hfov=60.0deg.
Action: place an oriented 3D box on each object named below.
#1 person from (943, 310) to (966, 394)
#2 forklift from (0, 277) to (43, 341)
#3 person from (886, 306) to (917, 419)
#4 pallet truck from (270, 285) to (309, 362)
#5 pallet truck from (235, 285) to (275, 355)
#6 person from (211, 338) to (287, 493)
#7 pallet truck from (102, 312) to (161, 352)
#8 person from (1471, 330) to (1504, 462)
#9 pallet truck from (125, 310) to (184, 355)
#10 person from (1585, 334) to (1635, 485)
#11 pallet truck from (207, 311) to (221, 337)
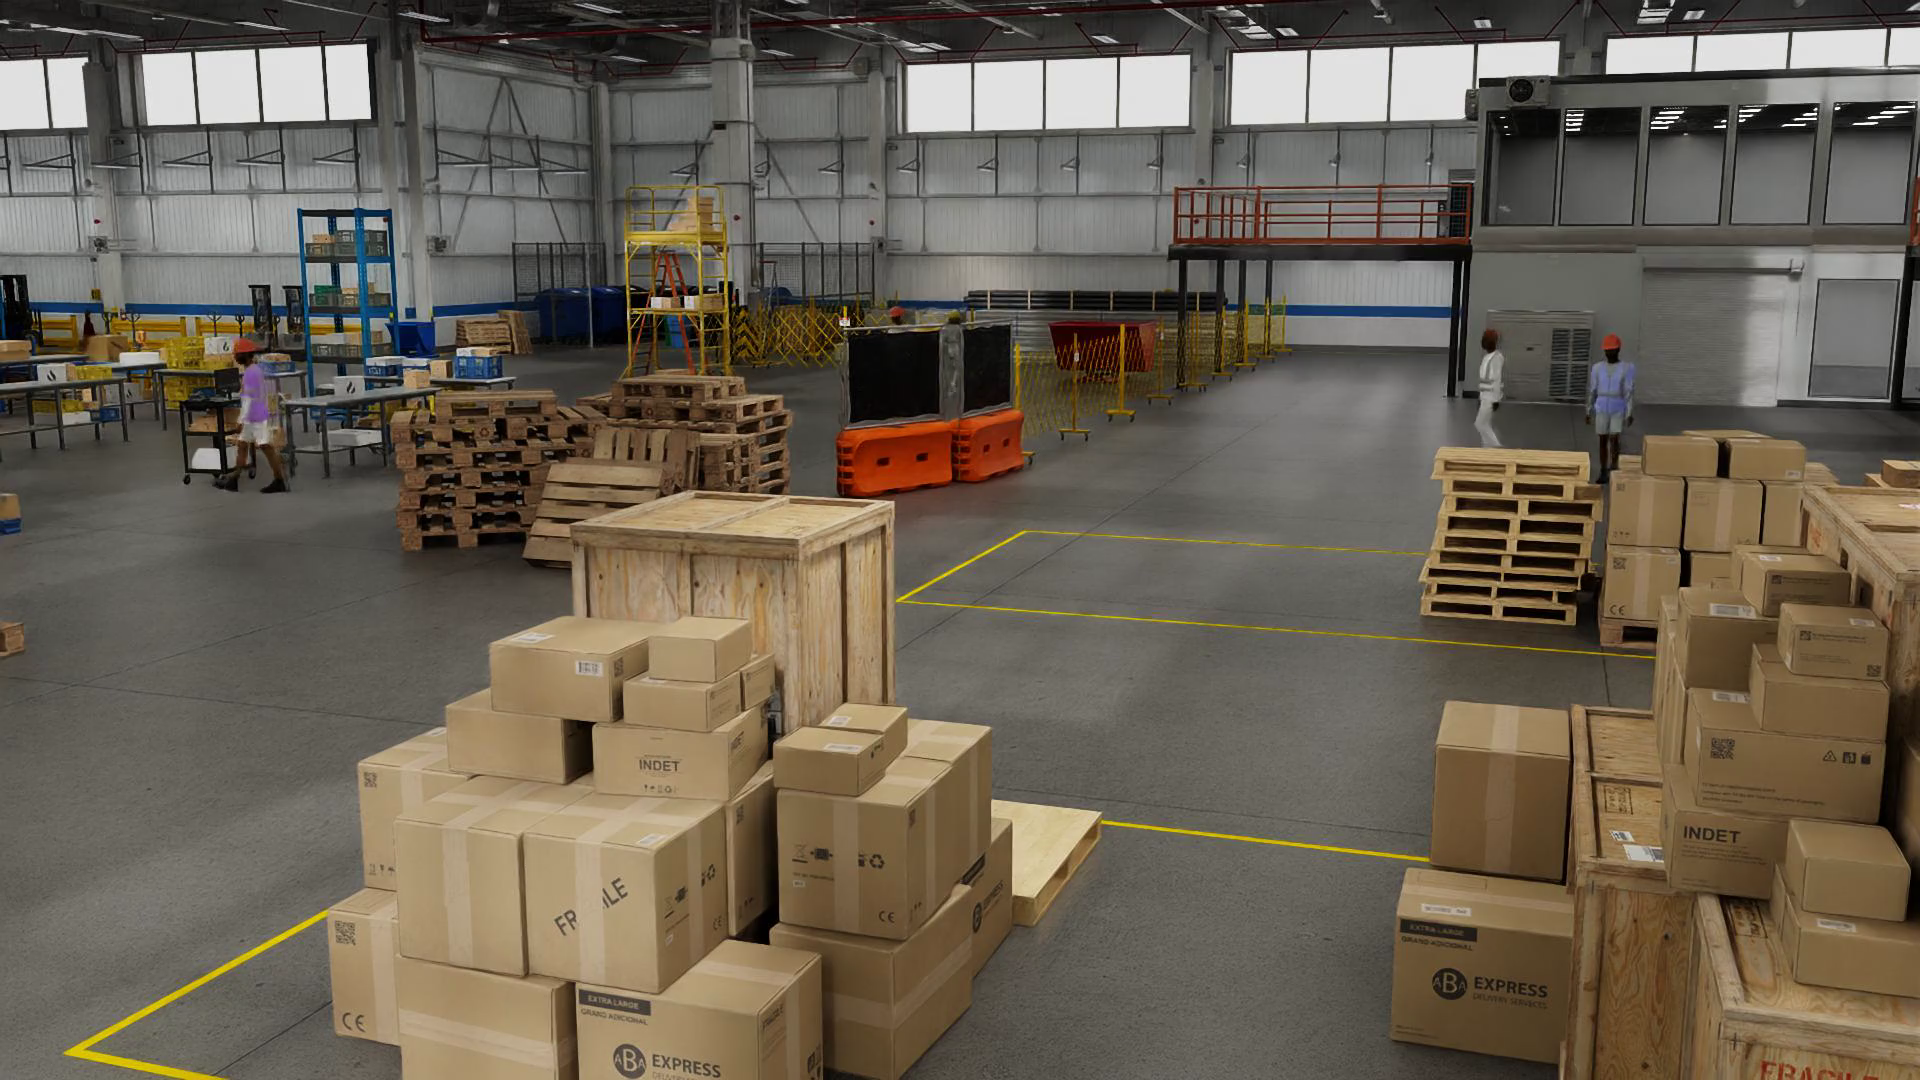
[{"bbox_3d":[-0.123,-3.795,33.706,0.486,1.727,0.514,3,10,15],"label":"person"},{"bbox_3d":[-27.151,-6.329,46.328,1.157,1.987,2.680,3,11,17],"label":"forklift"},{"bbox_3d":[-1.041,-3.085,28.986,0.646,1.976,0.439,7,12,36],"label":"person"},{"bbox_3d":[-17.147,-5.700,43.663,0.823,1.965,1.885,3,11,17],"label":"pallet truck"},{"bbox_3d":[-18.327,-5.835,44.421,0.823,1.965,1.885,4,11,23],"label":"pallet truck"},{"bbox_3d":[-8.714,-1.489,20.216,0.944,1.893,0.549,-4,11,-22],"label":"person"},{"bbox_3d":[-23.057,-5.777,46.261,0.680,1.201,1.601,3,11,19],"label":"pallet truck"},{"bbox_3d":[7.307,-1.976,23.052,0.417,1.866,0.599,1,10,3],"label":"person"},{"bbox_3d":[-22.038,-5.665,45.457,0.704,1.261,1.522,3,11,17],"label":"pallet truck"},{"bbox_3d":[8.176,-1.634,20.991,0.568,1.913,0.605,8,13,38],"label":"person"},{"bbox_3d":[-19.537,-5.575,44.913,0.653,1.274,1.630,3,11,19],"label":"pallet truck"}]
